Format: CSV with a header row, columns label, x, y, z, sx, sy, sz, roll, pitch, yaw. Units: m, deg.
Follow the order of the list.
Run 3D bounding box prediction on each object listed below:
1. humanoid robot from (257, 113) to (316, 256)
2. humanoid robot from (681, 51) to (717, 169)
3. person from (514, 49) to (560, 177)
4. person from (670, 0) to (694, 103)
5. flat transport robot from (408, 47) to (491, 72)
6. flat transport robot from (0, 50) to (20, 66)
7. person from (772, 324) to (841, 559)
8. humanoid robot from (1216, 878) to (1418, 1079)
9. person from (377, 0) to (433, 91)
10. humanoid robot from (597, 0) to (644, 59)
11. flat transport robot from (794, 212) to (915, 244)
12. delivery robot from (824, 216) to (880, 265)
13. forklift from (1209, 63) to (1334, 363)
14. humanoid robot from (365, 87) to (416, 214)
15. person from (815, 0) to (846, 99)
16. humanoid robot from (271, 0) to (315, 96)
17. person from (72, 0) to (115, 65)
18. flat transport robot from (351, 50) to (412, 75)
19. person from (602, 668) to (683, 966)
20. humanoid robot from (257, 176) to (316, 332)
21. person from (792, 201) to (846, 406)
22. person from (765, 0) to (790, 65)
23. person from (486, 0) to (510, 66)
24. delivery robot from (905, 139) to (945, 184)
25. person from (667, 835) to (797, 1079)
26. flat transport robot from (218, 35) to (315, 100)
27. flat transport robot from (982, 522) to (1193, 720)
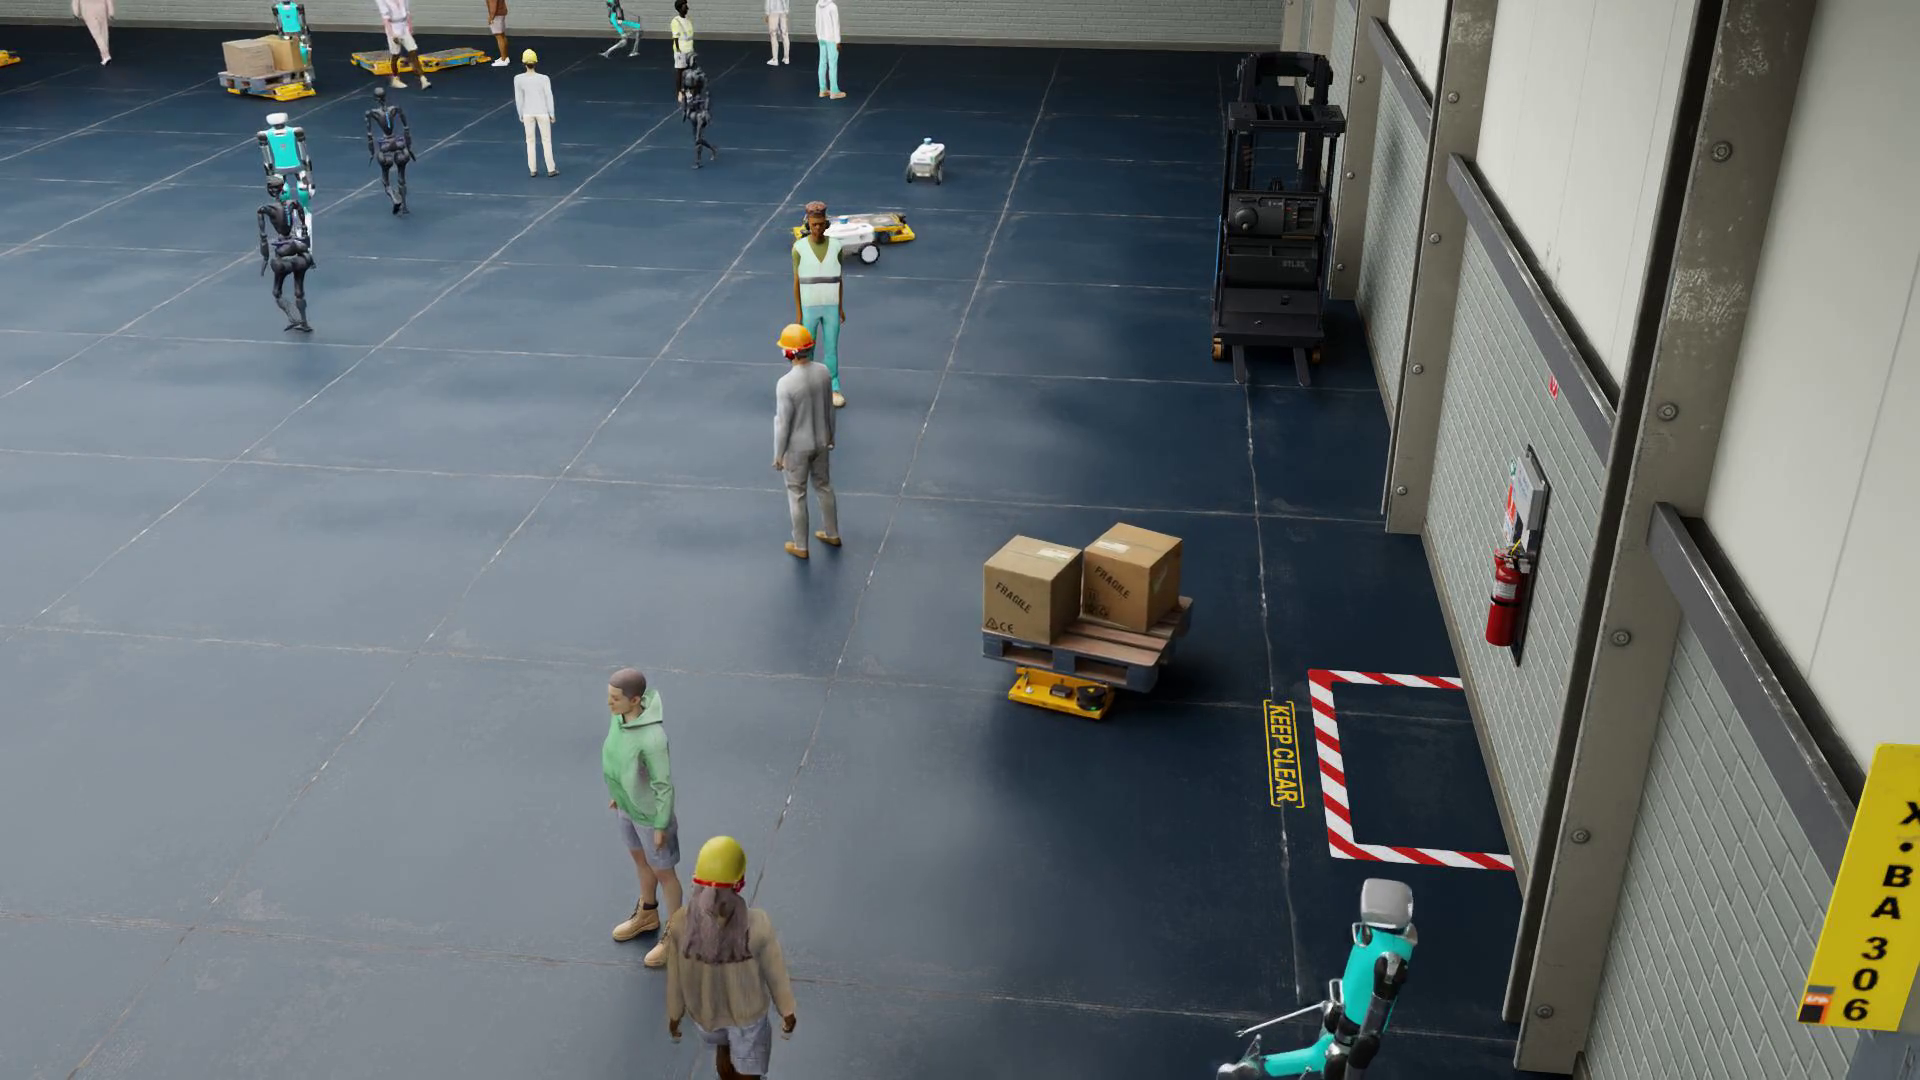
label,x,y,z,sx,sy,sz,roll,pitch,yaw
humanoid robot,-8.120,-4.340,20.215,0.556,1.821,0.895,-9,28,-18
humanoid robot,-3.732,-6.233,24.034,0.592,1.639,0.658,19,33,34
person,-5.977,-6.012,23.466,0.532,1.769,0.305,0,27,1
person,-4.639,-8.238,27.988,0.319,1.697,0.532,10,28,19
flat transport robot,-9.543,-8.957,31.020,0.659,0.231,1.431,20,33,34
flat transport robot,-18.458,-9.037,31.180,1.431,0.231,0.659,8,28,16
person,-1.199,-0.765,12.868,0.585,1.887,0.386,-23,35,-38
humanoid robot,1.376,2.203,7.168,1.001,1.768,0.554,3,27,6
person,-9.657,-8.757,28.729,1.017,1.965,0.637,20,33,35
humanoid robot,-6.348,-9.845,31.151,1.039,1.732,0.556,-16,31,-29
flat transport robot,-1.334,-3.897,20.917,1.431,0.231,0.659,-6,27,-12
delivery robot,-1.371,-3.586,20.000,0.818,0.614,0.499,-11,29,-21
forklift,3.241,-3.477,17.183,1.129,2.768,1.873,3,27,6
humanoid robot,-7.405,-5.072,21.689,0.602,1.641,0.435,-16,31,-29
person,-2.232,-8.493,28.260,0.497,1.912,0.349,21,33,36
humanoid robot,-11.369,-8.543,28.593,0.530,1.759,0.921,-4,27,-7
person,-16.141,-9.831,31.030,0.657,1.883,0.988,-19,32,-33
flat transport robot,-10.727,-8.844,30.795,0.659,0.231,1.431,-18,32,-32
person,-1.645,1.418,8.662,0.336,1.742,0.472,-22,34,-37
humanoid robot,-7.100,-3.008,17.576,0.374,1.635,0.595,19,32,32
person,-1.321,-2.210,15.646,0.484,1.978,0.405,-9,28,-17
person,-3.389,-9.789,30.889,0.510,1.875,0.393,-17,31,-30
person,-8.587,-9.767,30.864,0.386,1.854,0.796,-1,27,-2
delivery robot,-0.458,-5.377,23.532,0.499,0.575,0.754,6,27,12
person,-1.021,2.085,7.346,0.557,1.734,0.840,3,27,7
flat transport robot,-11.892,-7.806,28.723,1.431,0.231,0.659,15,30,27
flat transport robot,0.904,0.772,11.598,0.659,0.231,1.431,11,29,21
